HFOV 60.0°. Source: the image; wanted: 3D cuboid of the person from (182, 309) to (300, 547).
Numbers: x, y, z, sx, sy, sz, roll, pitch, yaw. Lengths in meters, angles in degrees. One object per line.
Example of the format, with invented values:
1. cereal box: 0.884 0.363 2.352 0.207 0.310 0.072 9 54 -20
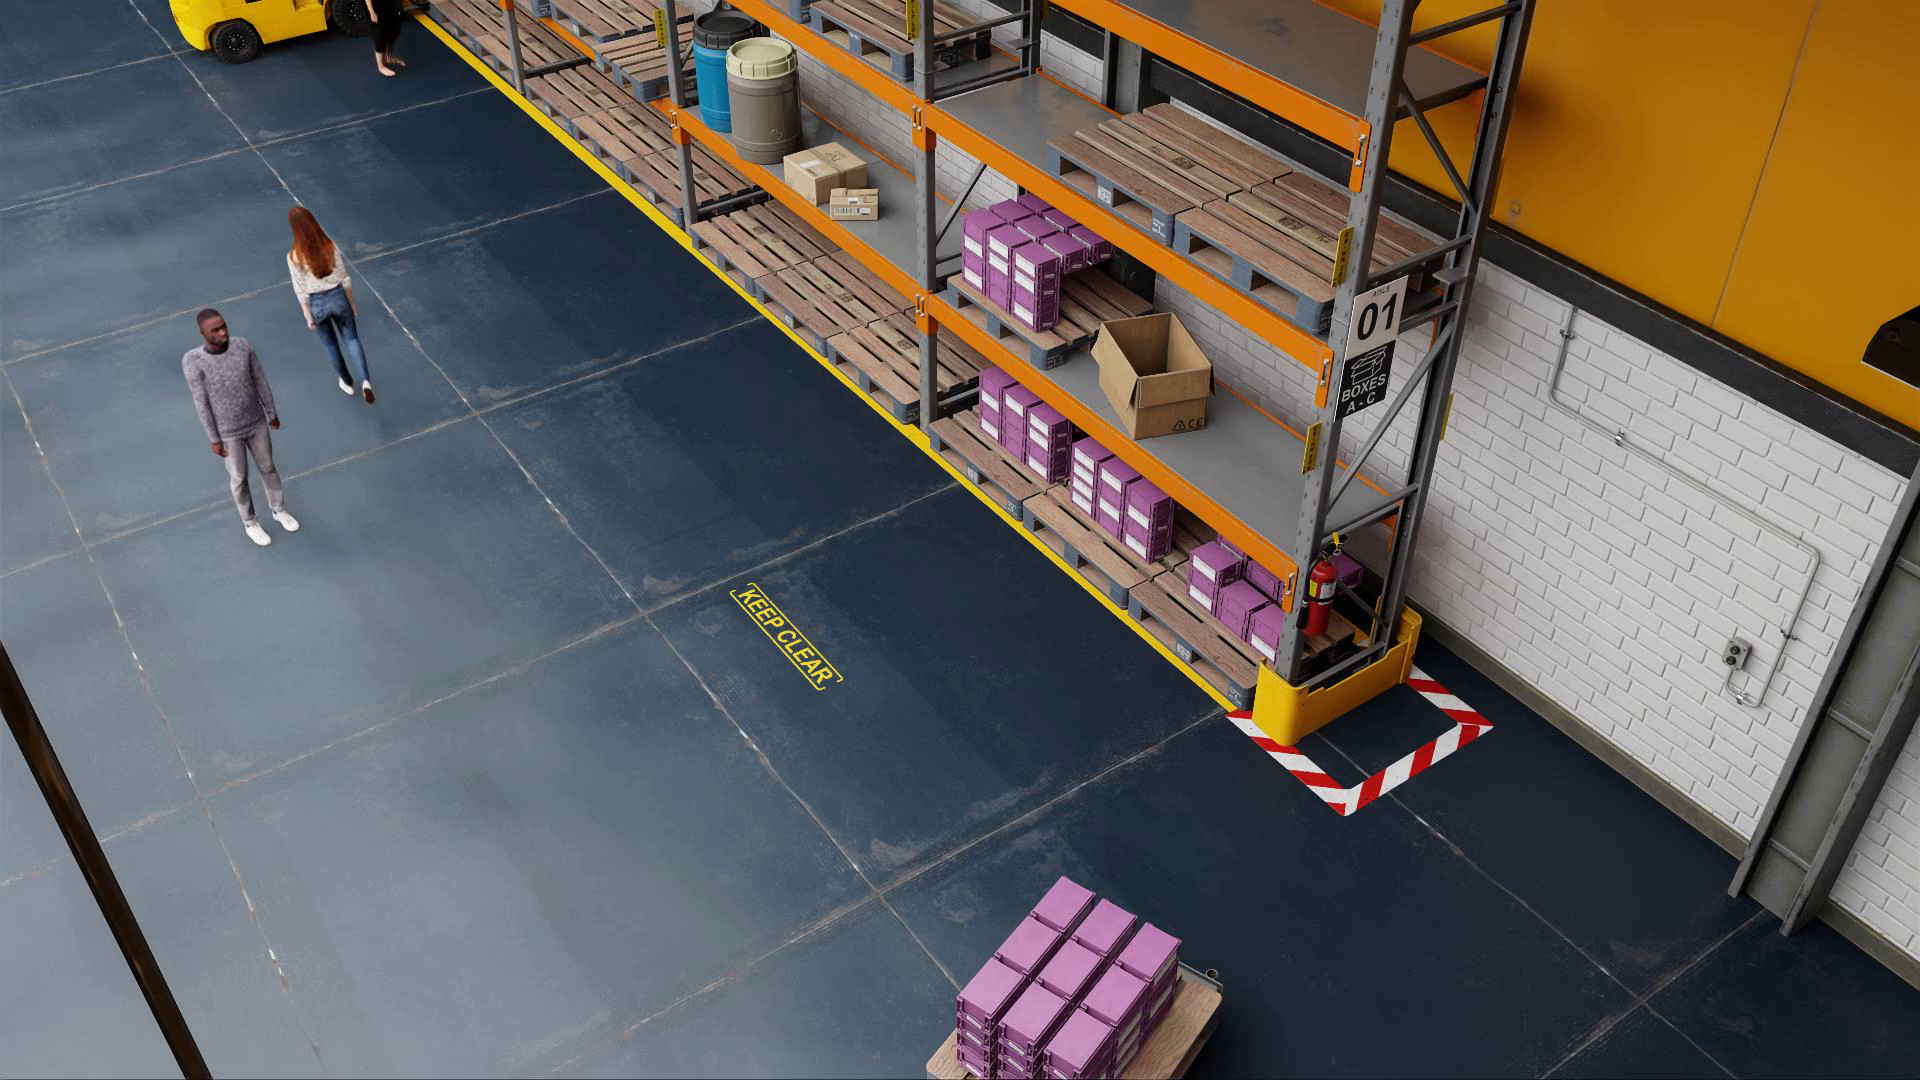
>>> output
1. person: -5.089 -0.830 11.742 0.615 1.835 0.714 32 48 33

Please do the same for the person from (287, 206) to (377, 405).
1. person: -4.931 -1.790 13.044 0.582 1.710 0.915 -22 44 -25

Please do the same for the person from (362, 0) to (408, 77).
1. person: -6.426 -5.871 18.249 0.783 1.592 0.752 5 39 7
